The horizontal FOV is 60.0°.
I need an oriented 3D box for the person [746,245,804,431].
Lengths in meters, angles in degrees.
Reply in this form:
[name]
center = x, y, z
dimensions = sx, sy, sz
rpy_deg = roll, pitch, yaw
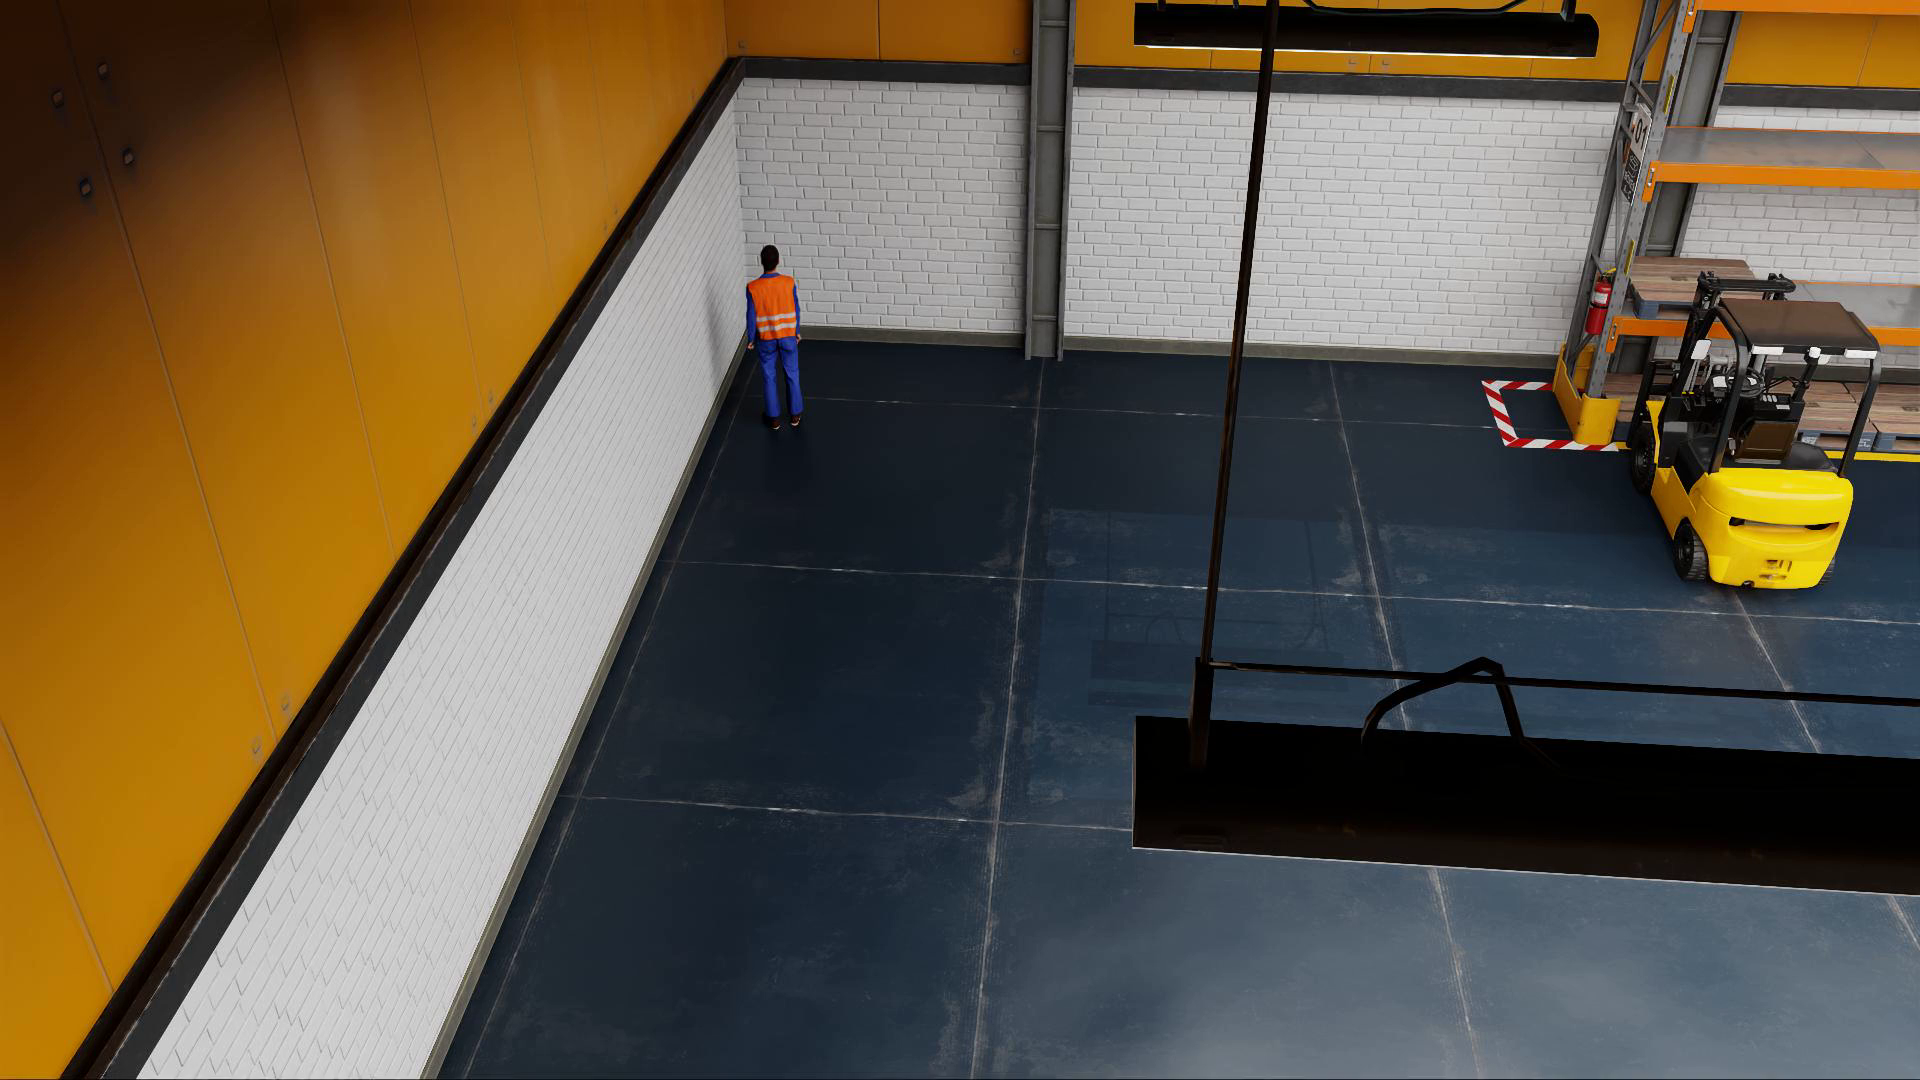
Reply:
[person]
center = -1.764, -1.942, 15.909
dimensions = 0.675, 1.864, 0.830
rpy_deg = -8, 34, -12
